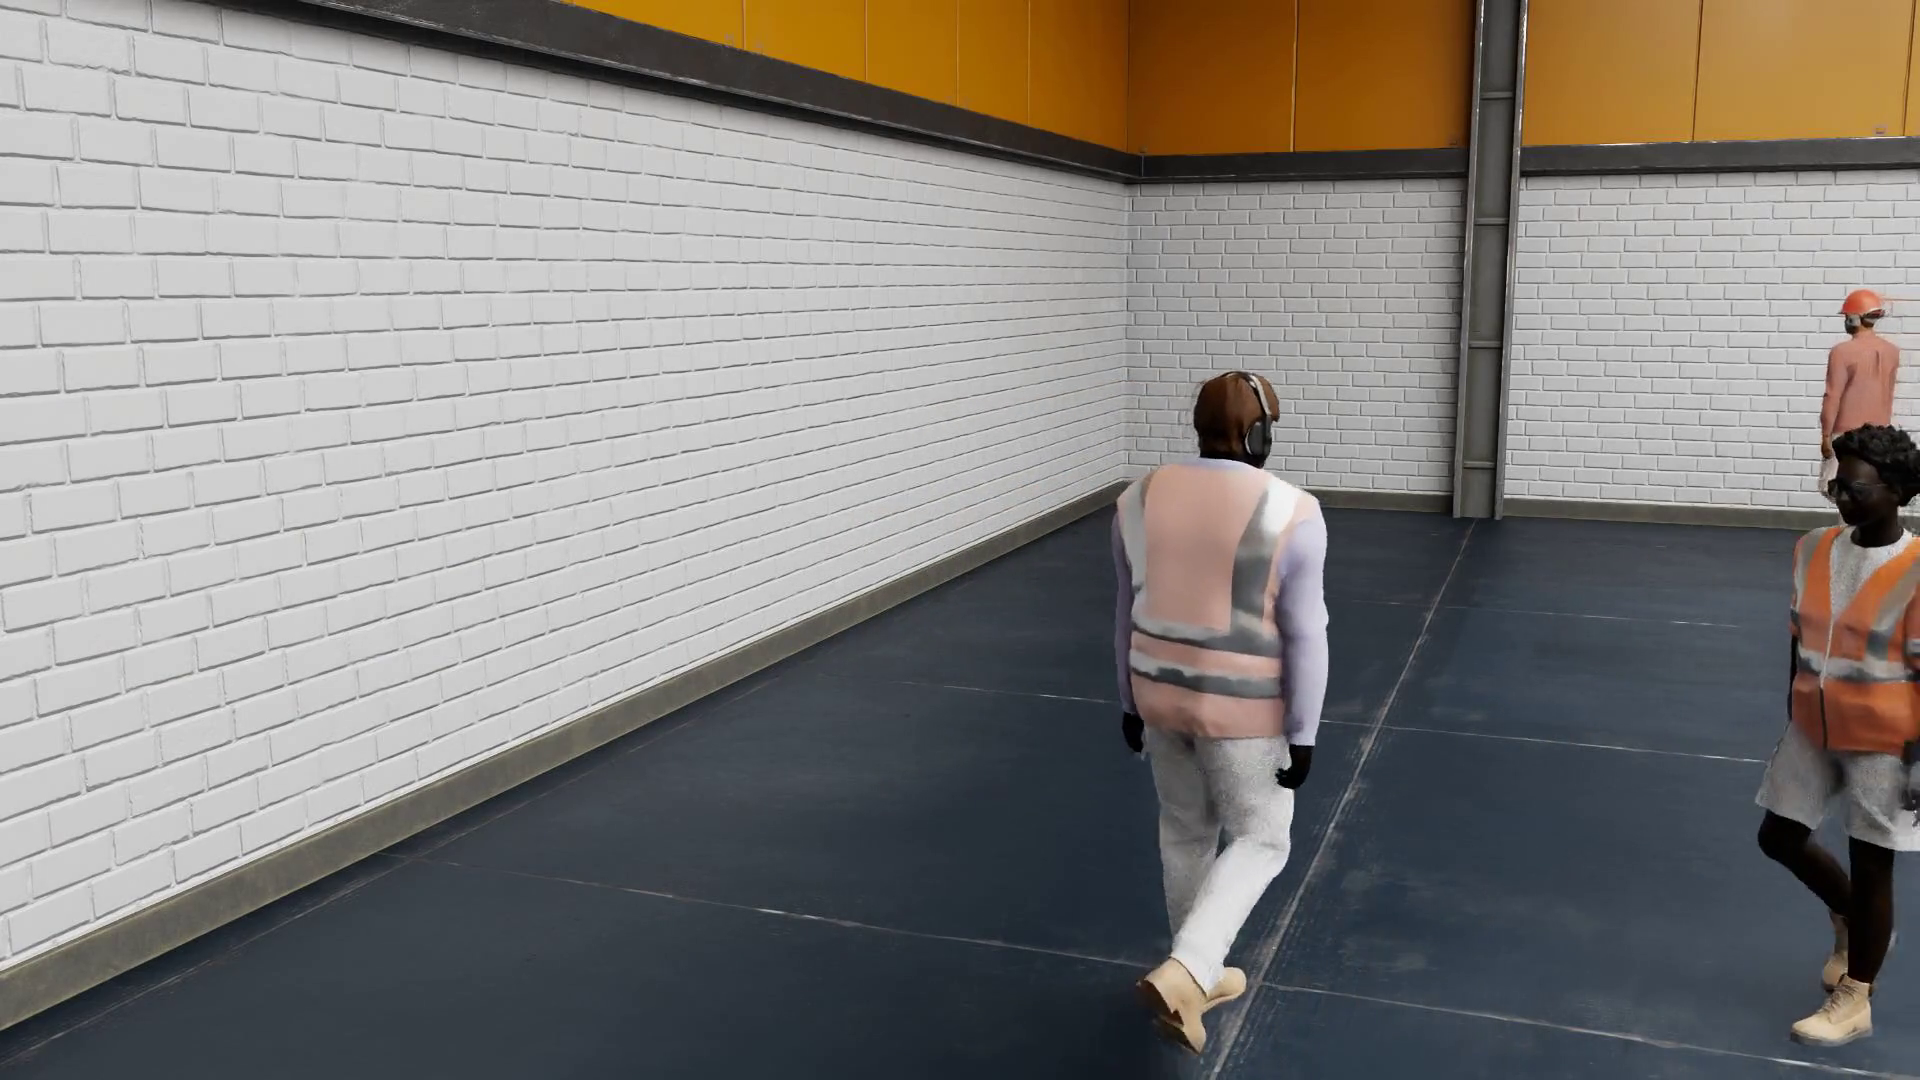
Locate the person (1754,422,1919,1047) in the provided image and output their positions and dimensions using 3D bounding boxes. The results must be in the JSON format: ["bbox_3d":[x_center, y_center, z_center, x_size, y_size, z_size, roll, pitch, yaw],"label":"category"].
[{"bbox_3d":[2.426,0.524,4.466,0.395,1.683,0.549,-4,10,-22],"label":"person"}]

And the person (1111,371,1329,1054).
[{"bbox_3d":[0.648,0.467,4.428,0.639,1.827,0.630,7,11,38],"label":"person"}]

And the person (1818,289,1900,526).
[{"bbox_3d":[6.376,-0.780,11.760,0.620,1.975,0.680,-3,10,-19],"label":"person"}]
